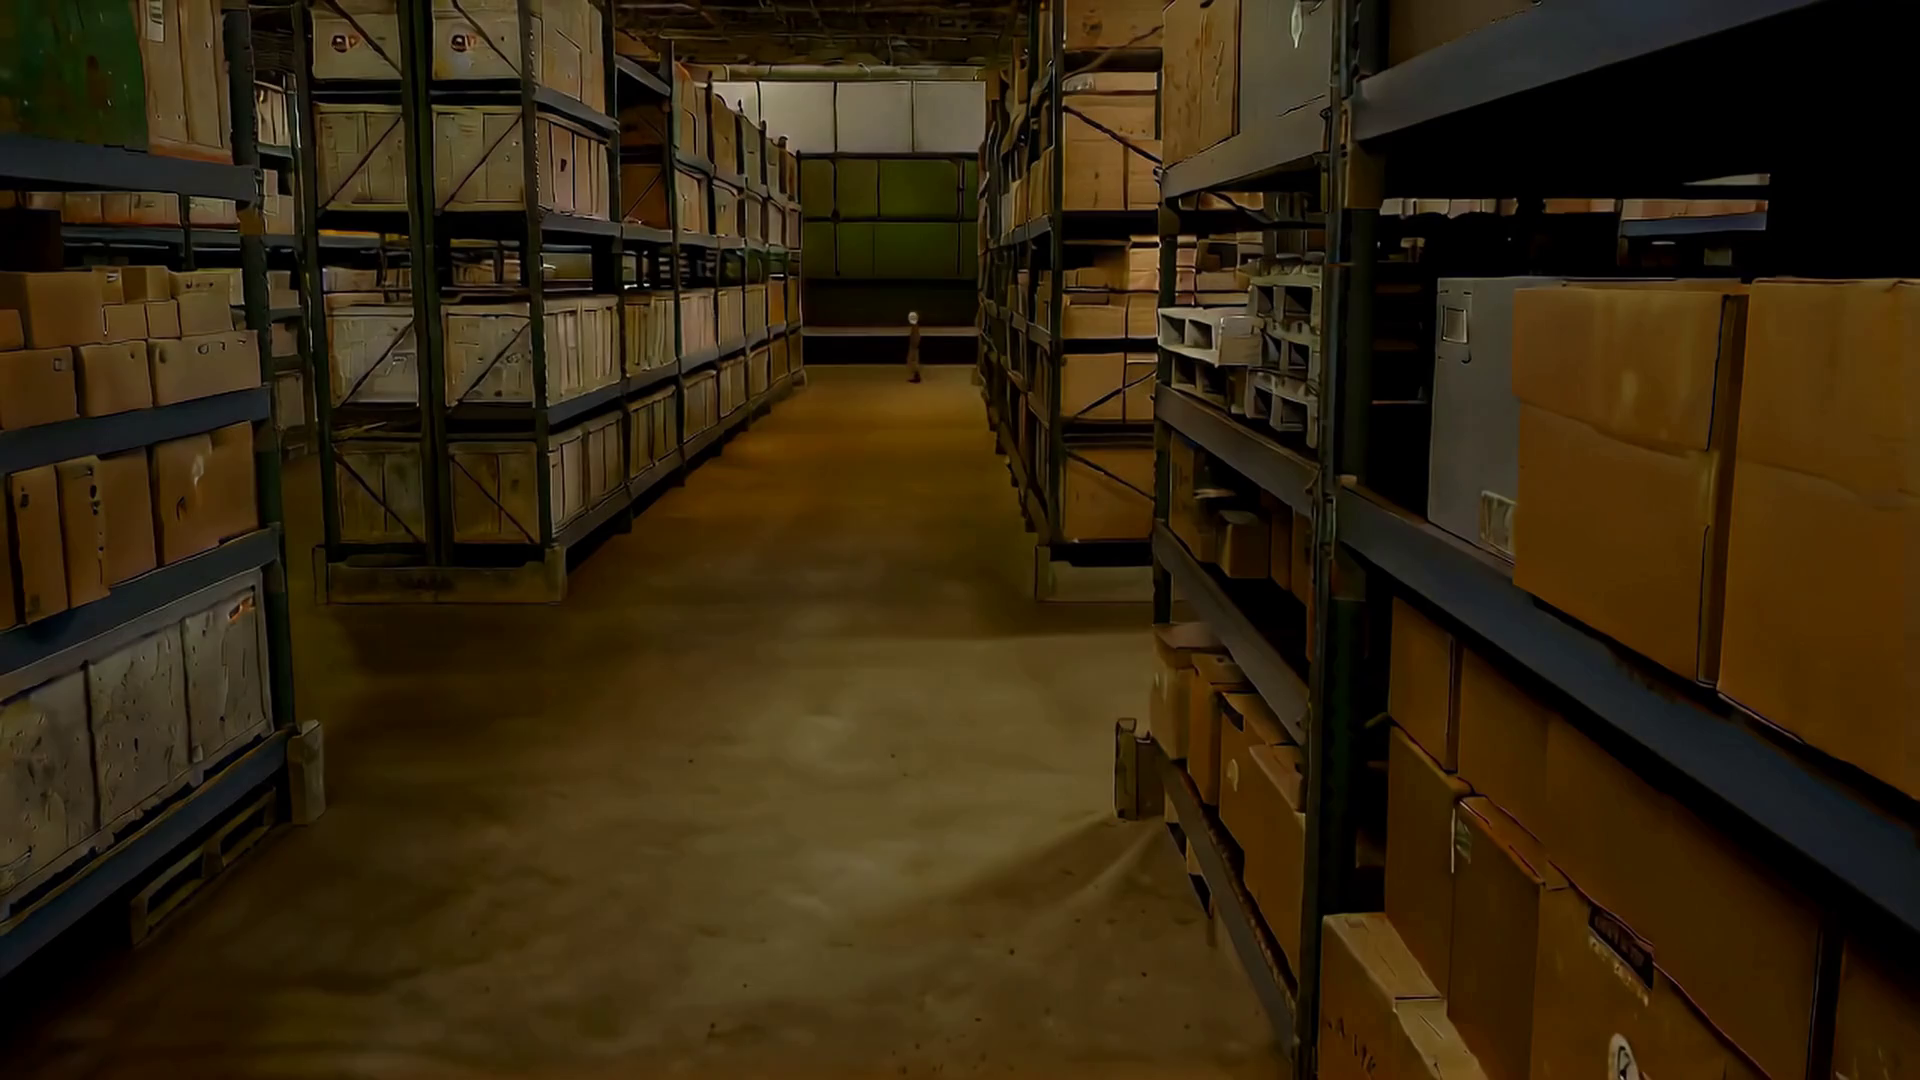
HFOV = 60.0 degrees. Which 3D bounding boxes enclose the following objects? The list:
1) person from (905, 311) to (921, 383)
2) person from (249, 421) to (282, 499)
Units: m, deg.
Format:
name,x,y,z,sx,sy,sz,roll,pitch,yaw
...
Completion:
name,x,y,z,sx,sy,sz,roll,pitch,yaw
person,-1.285,-5.101,44.068,0.582,1.914,0.559,0,9,-3
person,-7.599,-0.736,17.987,0.505,1.690,0.901,-3,10,-16
